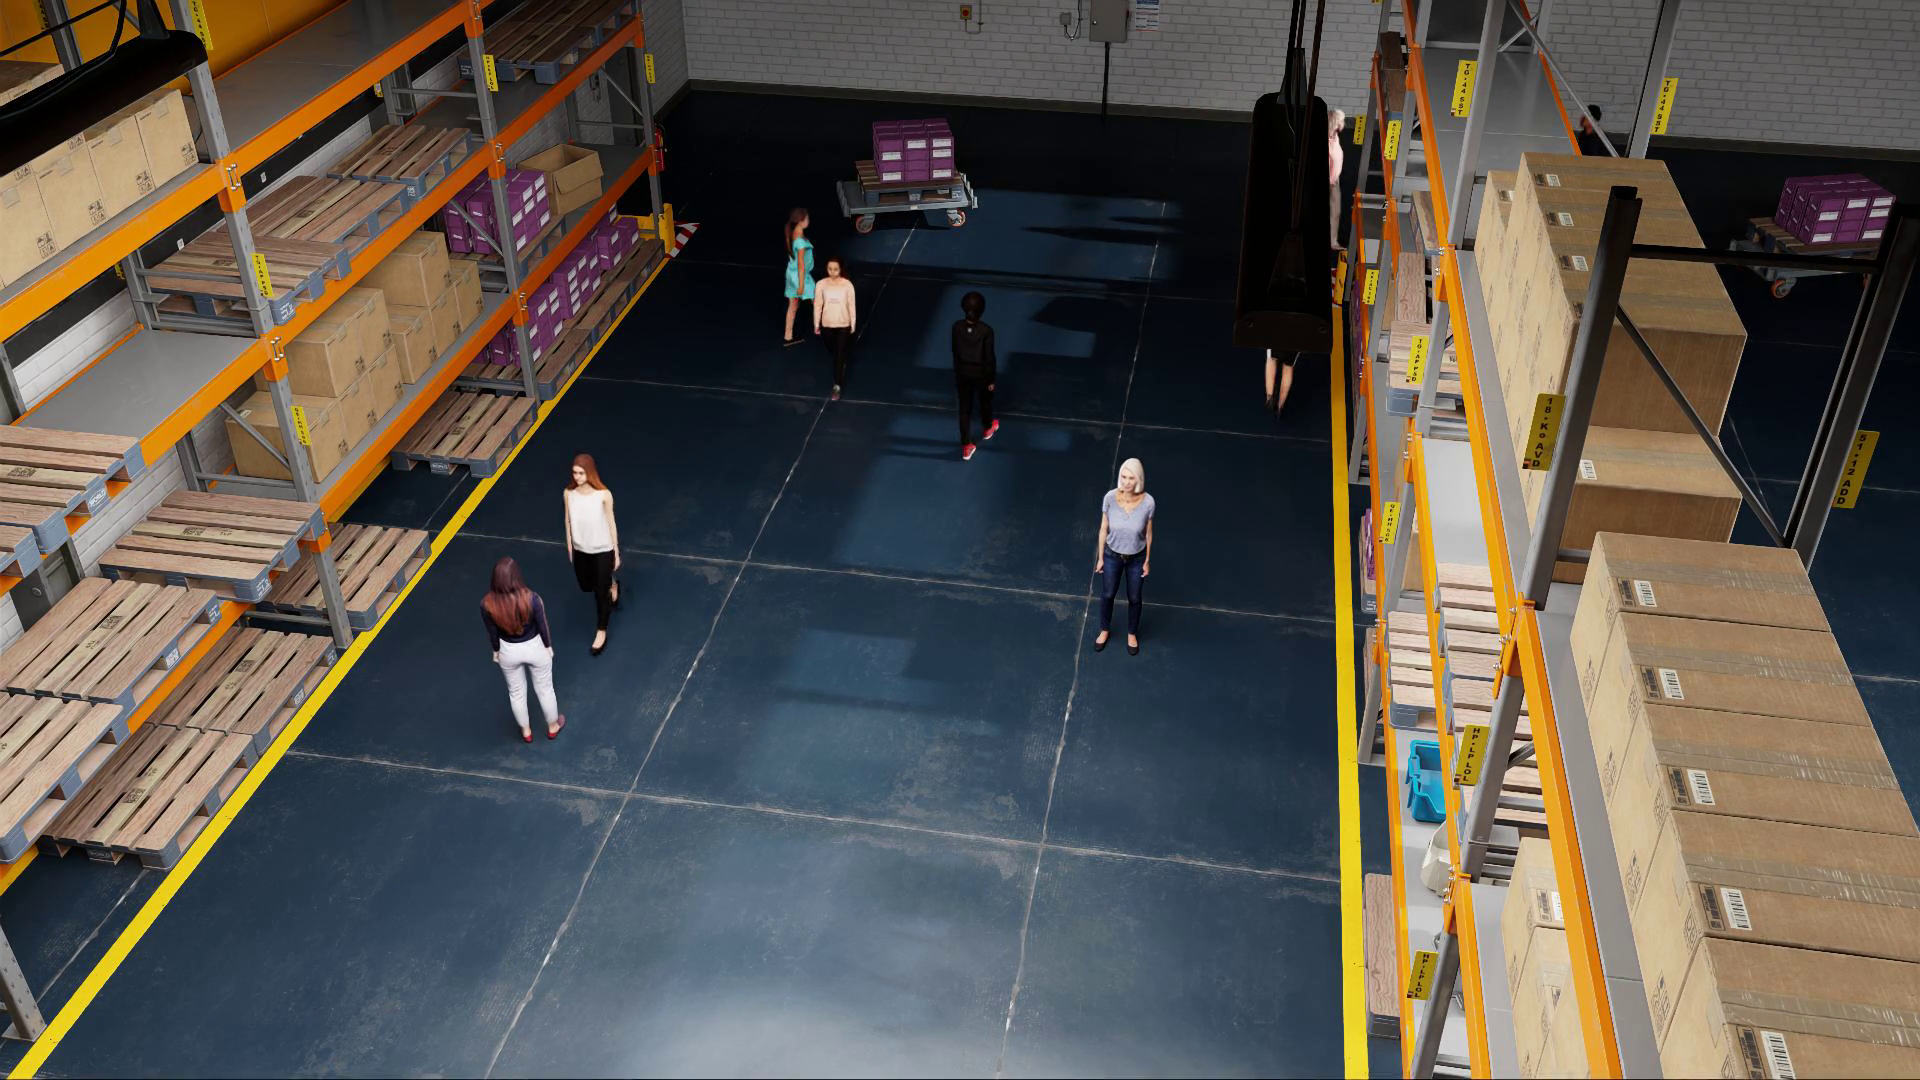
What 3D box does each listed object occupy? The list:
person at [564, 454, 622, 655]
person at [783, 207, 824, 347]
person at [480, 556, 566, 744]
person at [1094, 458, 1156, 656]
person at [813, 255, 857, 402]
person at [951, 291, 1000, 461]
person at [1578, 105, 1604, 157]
[{"bbox_3d":[-2.863,0.042,13.139,0.619,1.704,0.951,8,34,12],"label":"person"},{"bbox_3d":[-1.752,-2.744,17.483,0.934,1.533,0.919,-17,37,-24],"label":"person"},{"bbox_3d":[-3.176,0.797,12.090,0.661,1.607,0.634,-4,34,-6],"label":"person"},{"bbox_3d":[1.291,0.113,13.014,0.569,1.723,0.499,6,34,9],"label":"person"},{"bbox_3d":[-1.243,-2.188,16.717,0.568,1.456,0.949,5,34,8],"label":"person"},{"bbox_3d":[0.101,-1.500,15.504,0.704,1.653,0.937,11,35,16],"label":"person"},{"bbox_3d":[7.347,-4.218,19.478,0.797,1.779,0.747,-3,34,-4],"label":"person"}]
